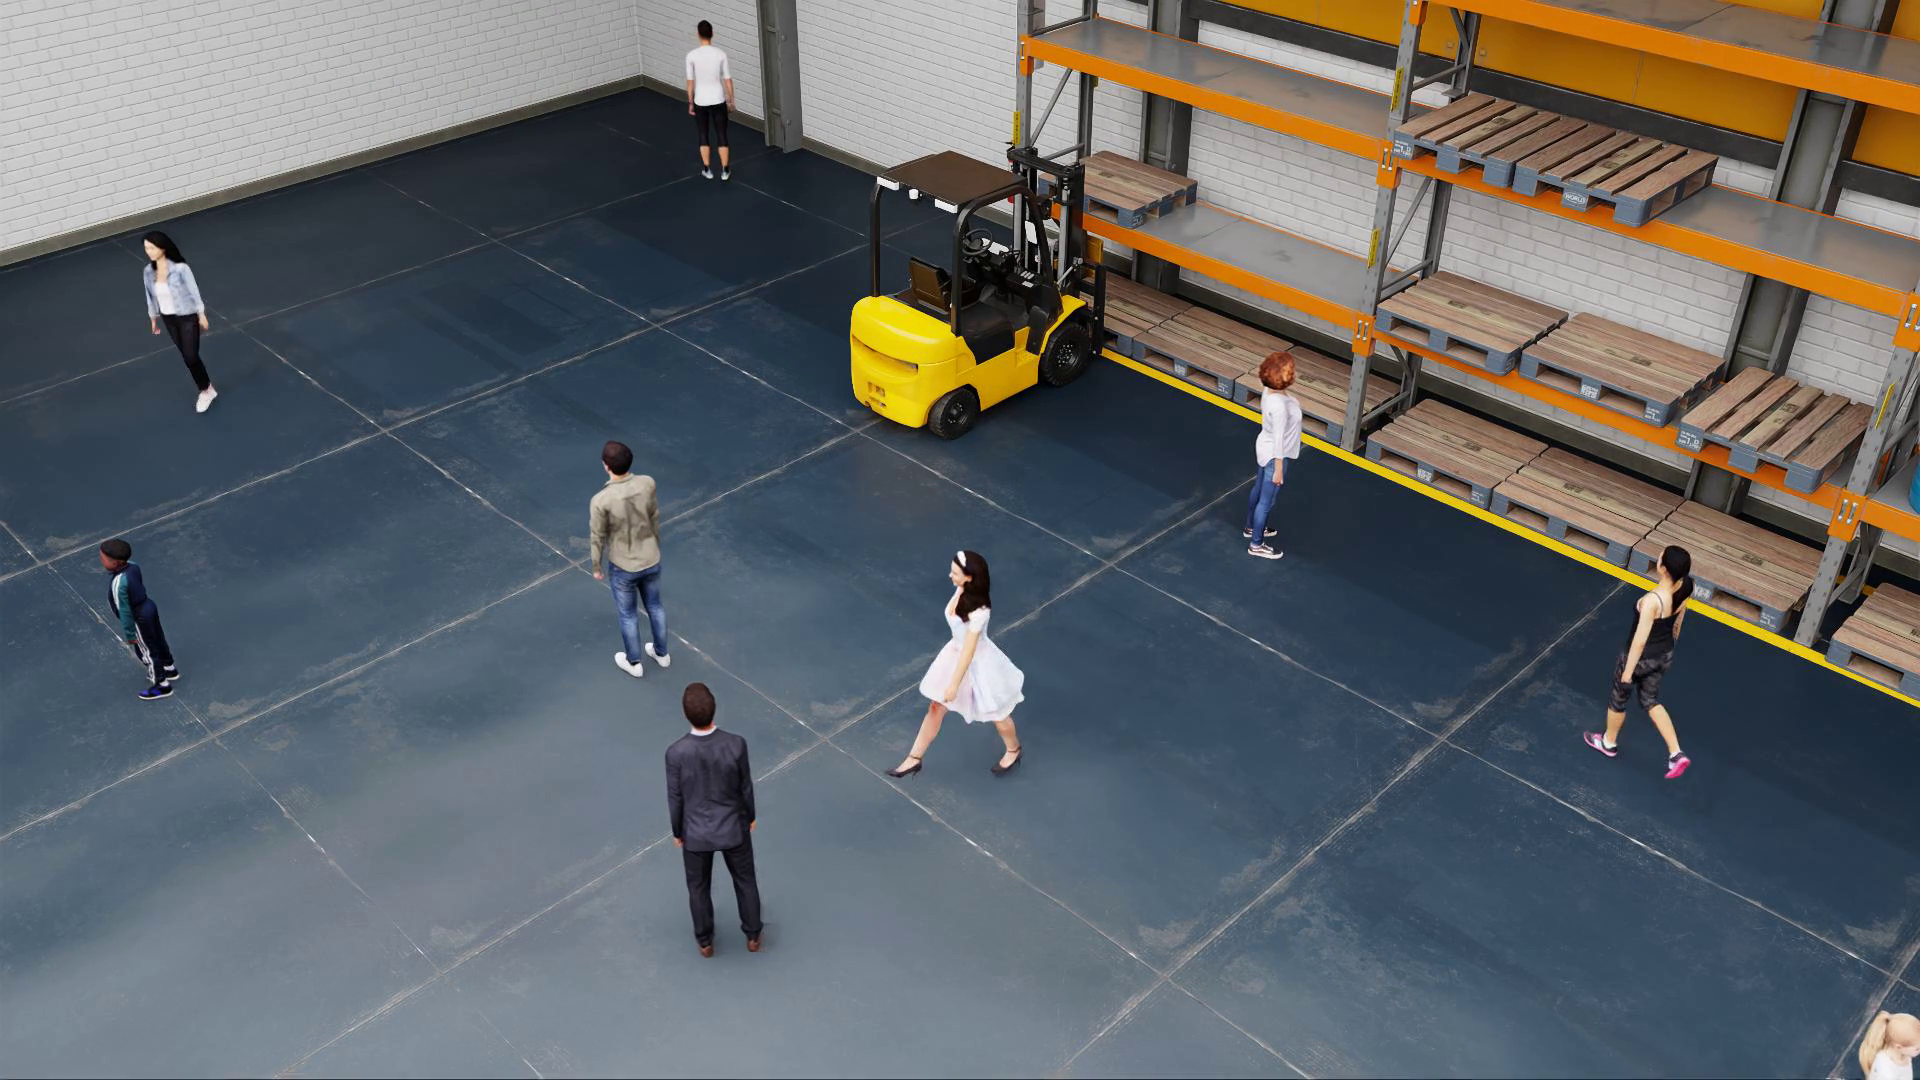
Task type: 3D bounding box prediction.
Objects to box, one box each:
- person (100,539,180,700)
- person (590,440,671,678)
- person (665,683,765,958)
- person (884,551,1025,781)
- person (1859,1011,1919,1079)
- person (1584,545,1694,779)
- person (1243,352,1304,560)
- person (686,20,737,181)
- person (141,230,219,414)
[{"bbox_3d":[-5.704,0.526,11.553,0.630,1.255,0.552,-4,34,-7],"label":"person"},{"bbox_3d":[-2.262,0.141,11.580,0.721,1.867,0.627,-24,41,-32],"label":"person"},{"bbox_3d":[-1.385,1.601,9.385,0.734,1.864,0.759,-7,34,-10],"label":"person"},{"bbox_3d":[0.168,0.850,10.604,1.052,1.765,1.207,-11,35,-16],"label":"person"},{"bbox_3d":[4.409,2.762,8.183,0.851,1.263,0.576,22,39,29],"label":"person"},{"bbox_3d":[4.489,0.822,10.698,0.747,1.708,1.039,-18,37,-24],"label":"person"},{"bbox_3d":[2.427,-0.690,12.971,0.810,1.711,0.755,1,34,1],"label":"person"},{"bbox_3d":[-2.948,-5.164,19.586,0.822,1.838,0.845,-5,34,-7],"label":"person"},{"bbox_3d":[-6.963,-2.011,14.970,0.748,1.697,0.823,5,34,8],"label":"person"}]
